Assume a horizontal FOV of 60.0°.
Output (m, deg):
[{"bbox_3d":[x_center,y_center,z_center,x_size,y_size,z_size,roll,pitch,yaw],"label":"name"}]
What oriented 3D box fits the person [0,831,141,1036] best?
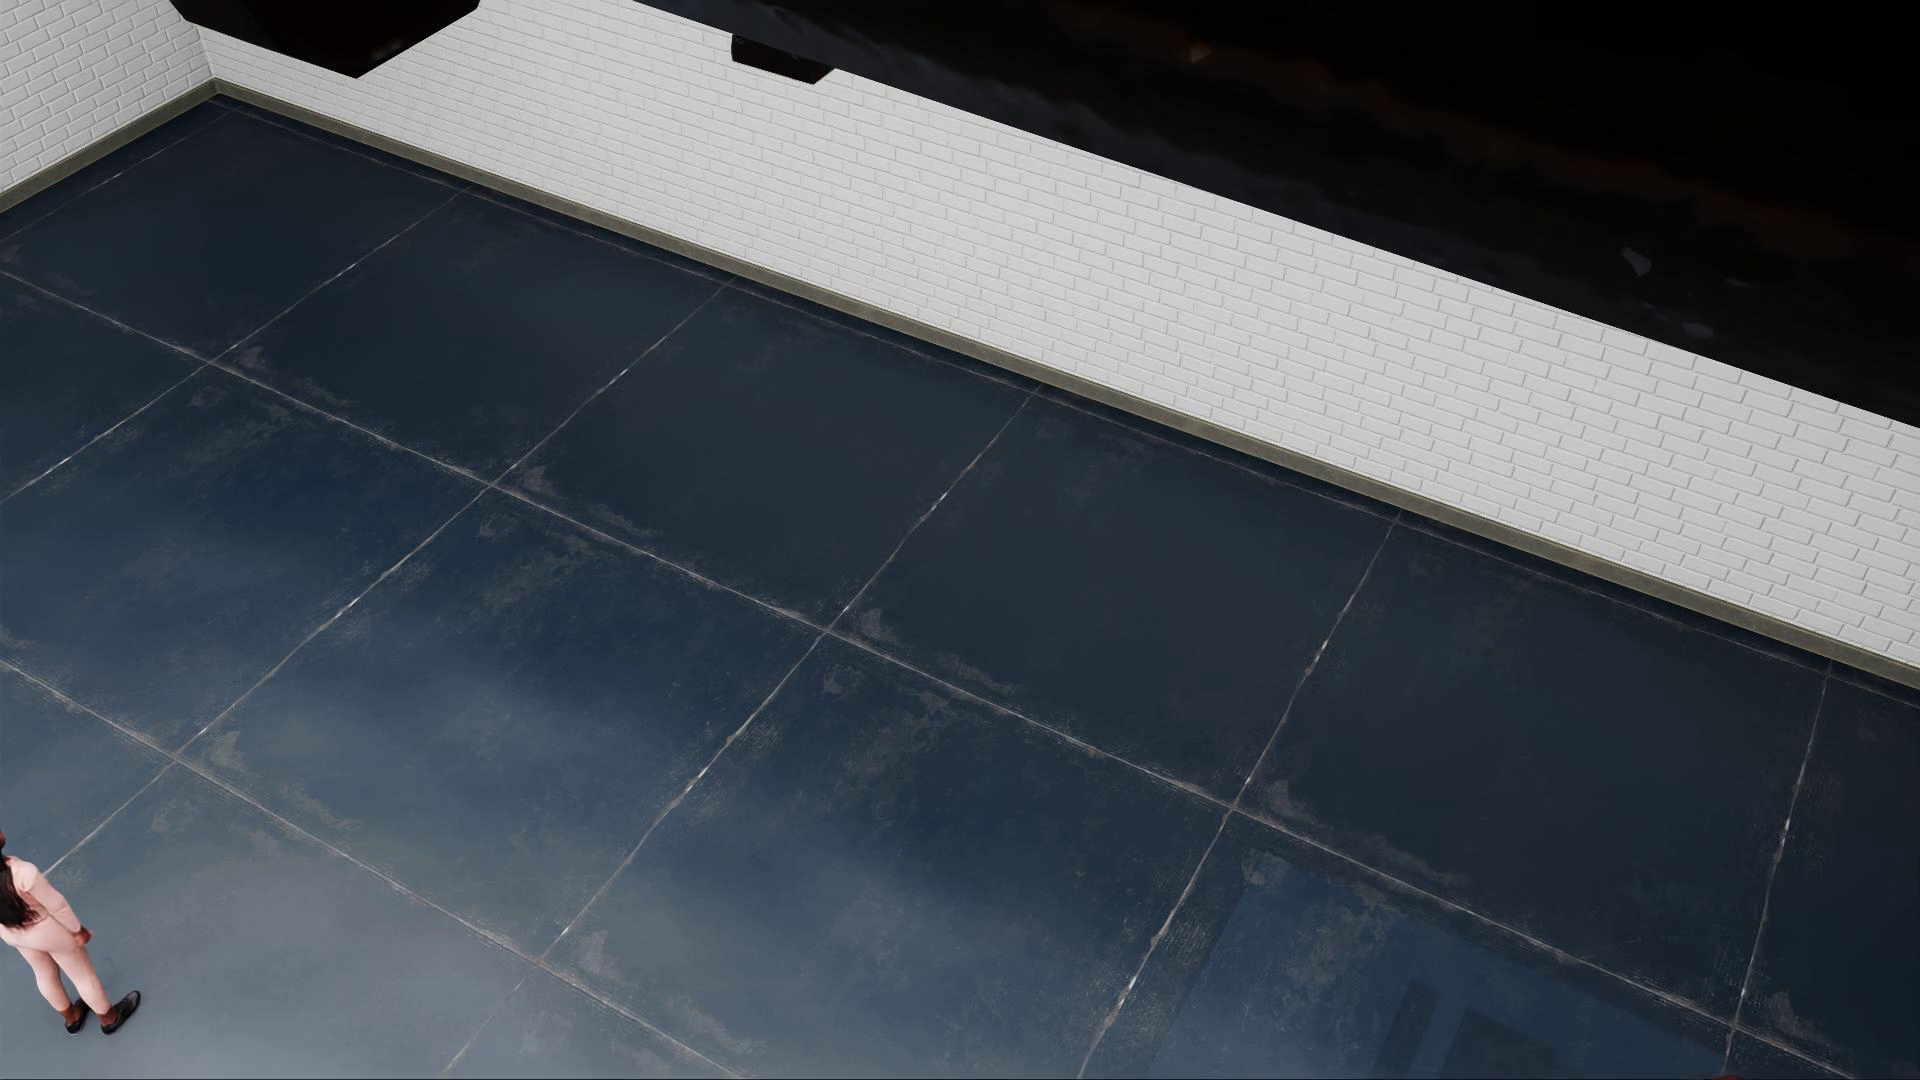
[{"bbox_3d":[-4.788,2.033,8.641,0.683,1.720,0.655,6,44,7],"label":"person"}]
